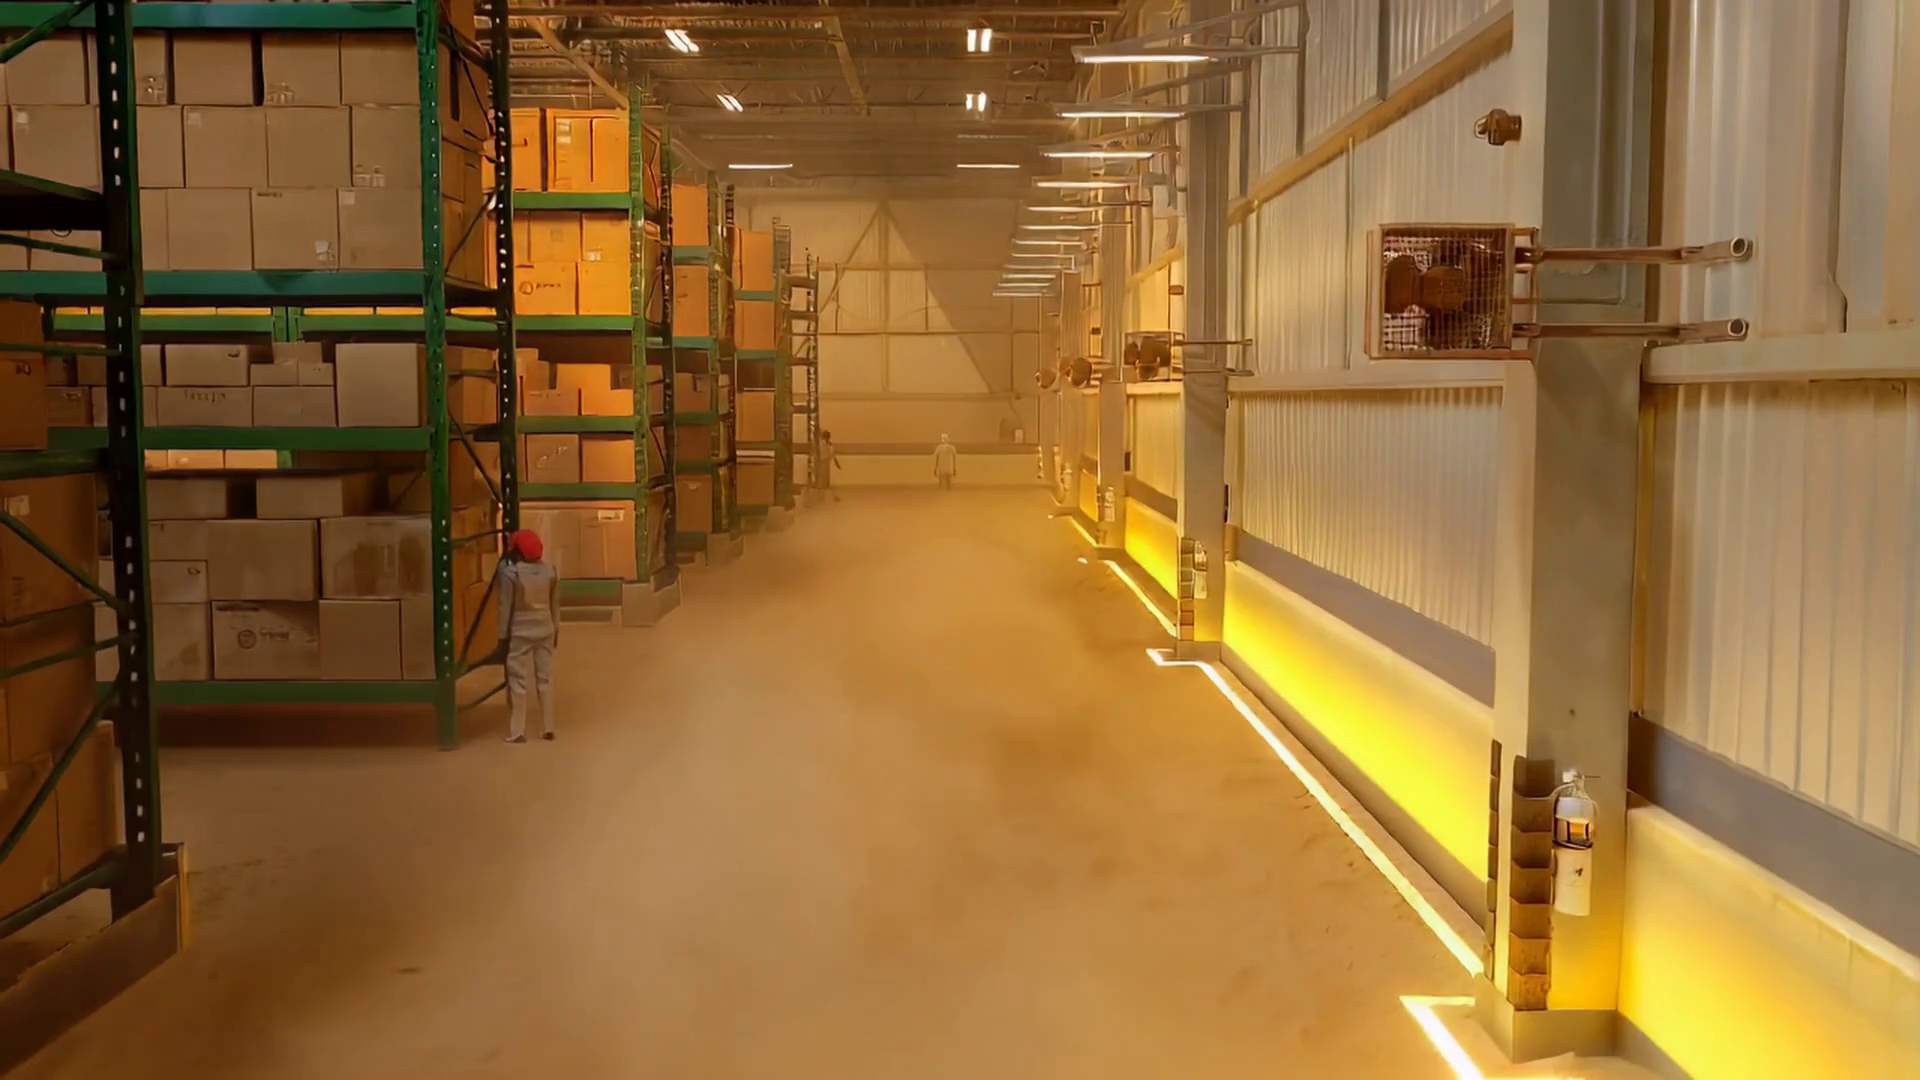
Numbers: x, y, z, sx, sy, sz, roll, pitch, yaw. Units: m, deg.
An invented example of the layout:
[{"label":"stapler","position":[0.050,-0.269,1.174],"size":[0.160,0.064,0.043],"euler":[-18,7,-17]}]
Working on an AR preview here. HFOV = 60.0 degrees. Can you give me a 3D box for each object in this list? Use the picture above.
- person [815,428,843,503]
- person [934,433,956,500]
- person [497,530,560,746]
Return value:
[{"label":"person","position":[-3.317,-1.851,41.295],"size":[0.960,1.866,0.568],"euler":[2,5,26]},{"label":"person","position":[-0.390,-1.883,42.625],"size":[0.595,1.705,0.896],"euler":[-1,5,-13]},{"label":"person","position":[-3.241,0.735,12.554],"size":[0.316,1.631,0.524],"euler":[5,7,44]}]
